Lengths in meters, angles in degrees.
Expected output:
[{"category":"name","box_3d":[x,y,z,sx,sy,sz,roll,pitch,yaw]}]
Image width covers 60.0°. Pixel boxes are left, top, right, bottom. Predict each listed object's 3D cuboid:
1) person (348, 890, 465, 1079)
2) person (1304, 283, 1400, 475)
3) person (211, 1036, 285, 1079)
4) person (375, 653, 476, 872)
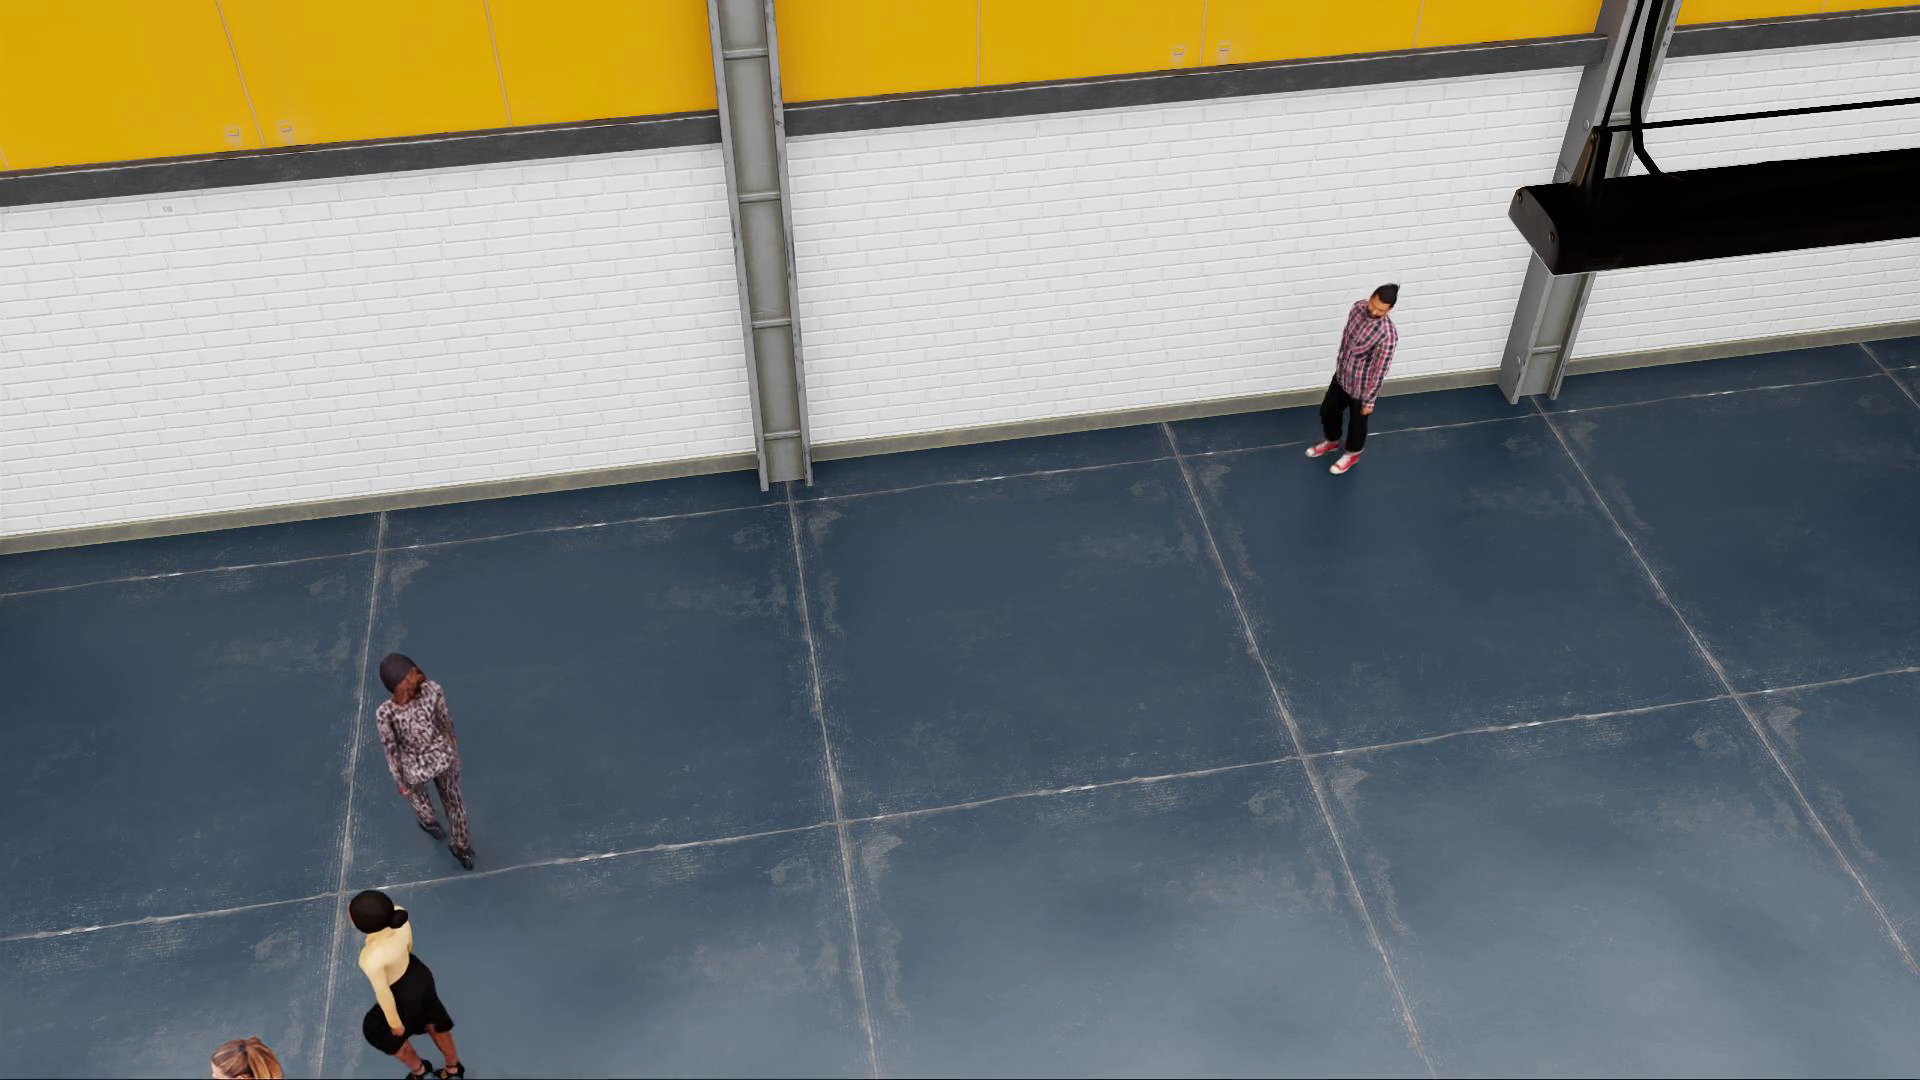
[{"category":"person","box_3d":[-2.764,2.339,8.514,0.757,1.641,0.700,8,44,8]},{"category":"person","box_3d":[2.922,-1.196,12.162,0.725,1.728,0.802,-10,44,-10]},{"category":"person","box_3d":[-3.191,2.855,7.912,0.633,1.725,0.637,-21,48,-21]},{"category":"person","box_3d":[-3.011,1.327,9.534,0.831,1.701,0.849,-29,51,-27]}]
